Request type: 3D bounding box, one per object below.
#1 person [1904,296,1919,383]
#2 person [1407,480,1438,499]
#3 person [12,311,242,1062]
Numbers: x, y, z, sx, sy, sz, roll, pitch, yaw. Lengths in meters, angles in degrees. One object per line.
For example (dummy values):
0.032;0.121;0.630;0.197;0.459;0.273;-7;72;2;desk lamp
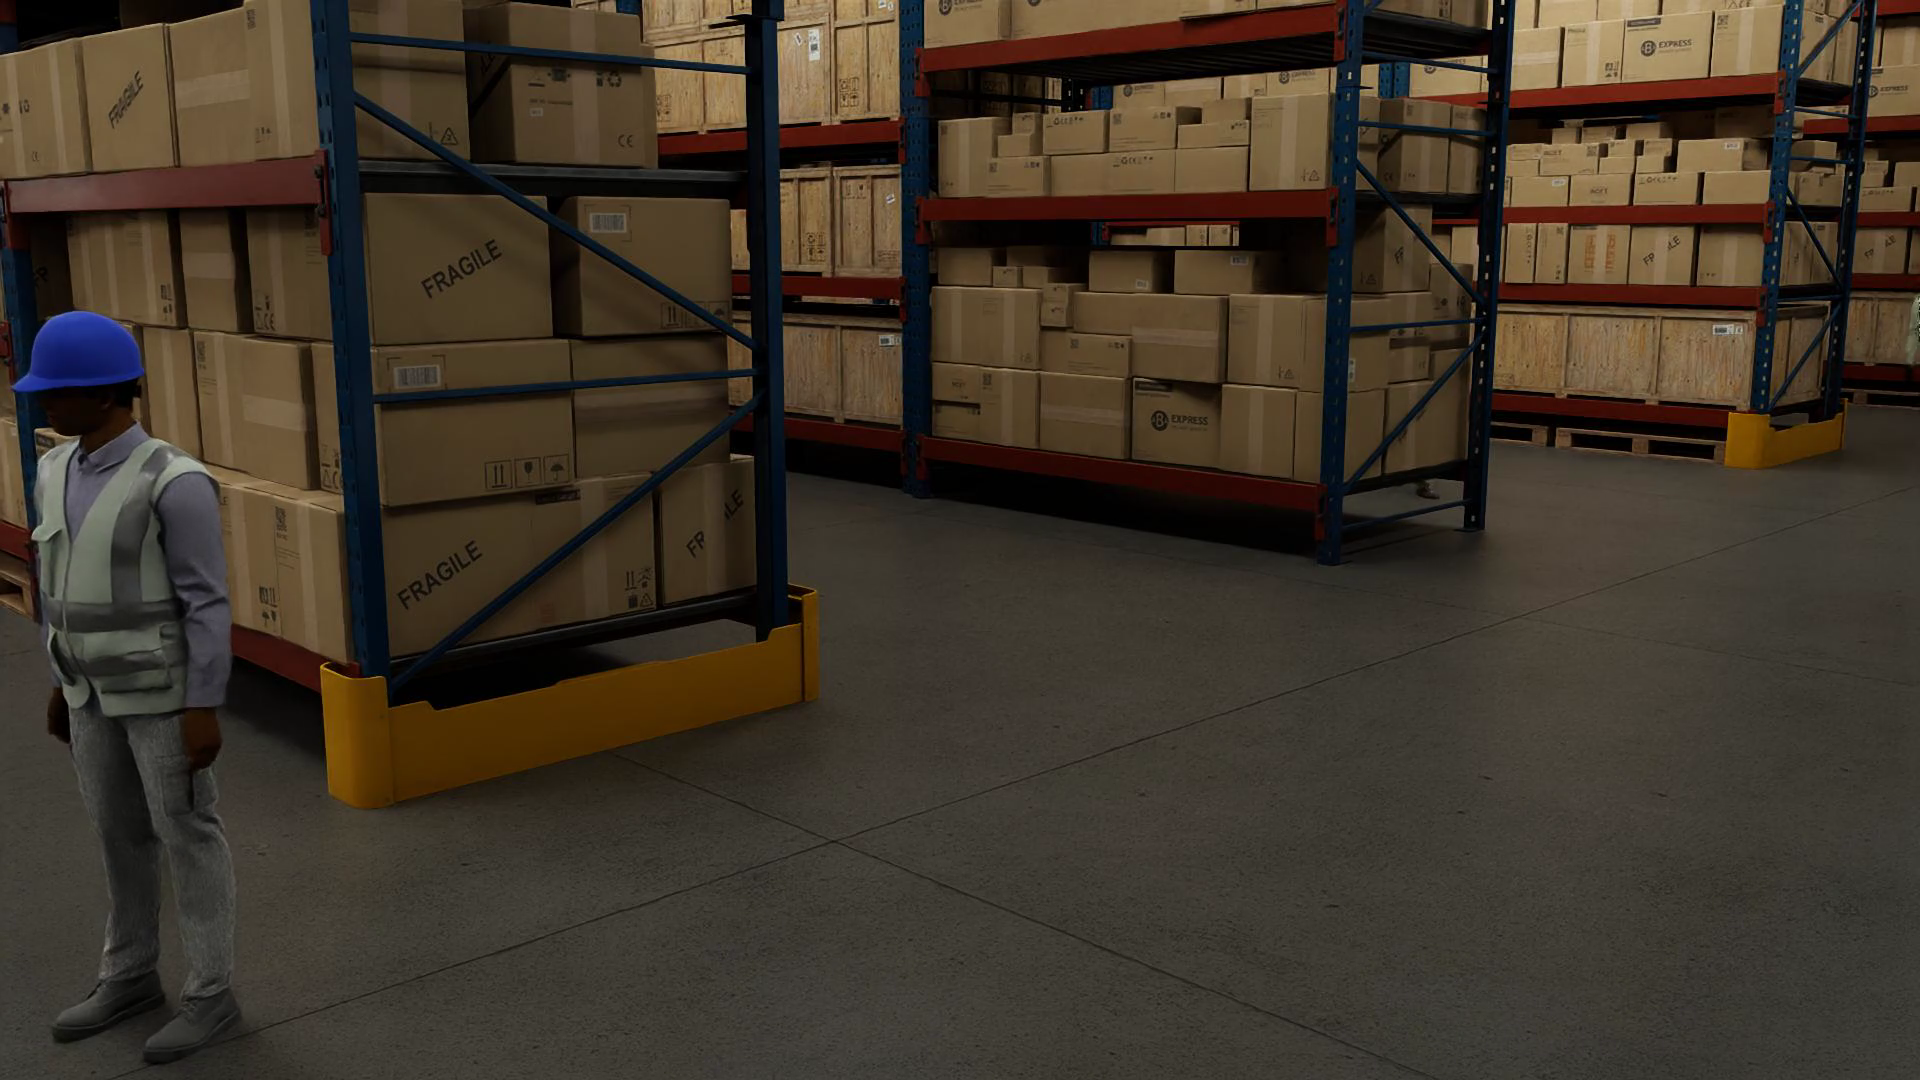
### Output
9.292;-1.698;15.715;0.642;1.945;0.993;8;13;38;person
3.790;-1.226;13.657;0.573;1.736;0.625;-4;11;-19;person
-2.150;0.383;4.321;0.605;1.943;0.402;5;12;25;person
